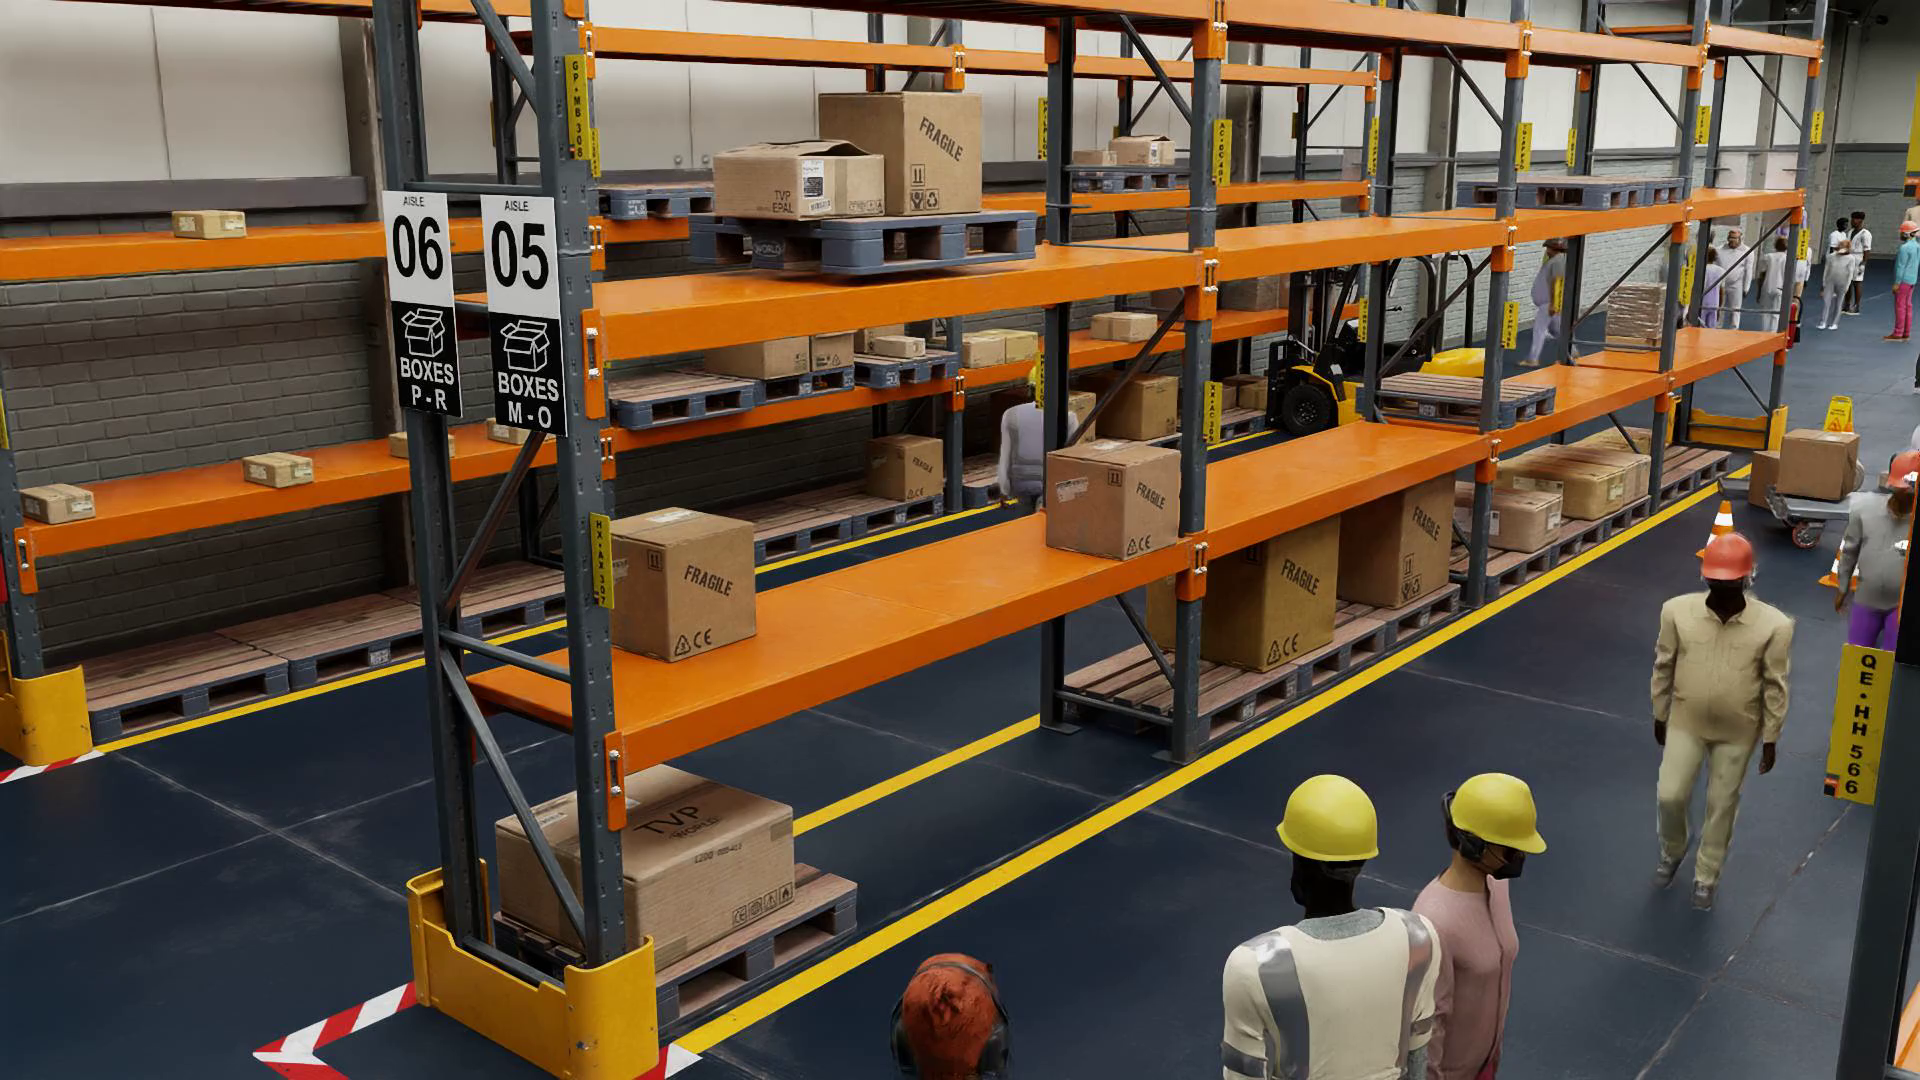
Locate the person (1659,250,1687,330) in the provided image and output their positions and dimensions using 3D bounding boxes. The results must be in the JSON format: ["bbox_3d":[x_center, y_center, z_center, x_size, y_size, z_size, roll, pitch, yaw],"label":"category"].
[{"bbox_3d":[10.645,-3.516,24.856,0.994,1.810,0.553,-10,17,-34],"label":"person"}]

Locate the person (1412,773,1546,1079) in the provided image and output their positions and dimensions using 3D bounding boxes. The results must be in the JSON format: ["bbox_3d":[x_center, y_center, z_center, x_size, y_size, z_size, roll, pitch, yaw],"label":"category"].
[{"bbox_3d":[1.404,1.476,4.655,0.336,1.753,0.526,11,18,39],"label":"person"}]

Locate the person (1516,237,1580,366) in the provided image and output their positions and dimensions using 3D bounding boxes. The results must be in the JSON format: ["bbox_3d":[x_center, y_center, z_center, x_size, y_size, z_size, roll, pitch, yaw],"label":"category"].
[{"bbox_3d":[8.865,-3.611,24.773,0.928,2.000,0.704,3,14,11],"label":"person"}]

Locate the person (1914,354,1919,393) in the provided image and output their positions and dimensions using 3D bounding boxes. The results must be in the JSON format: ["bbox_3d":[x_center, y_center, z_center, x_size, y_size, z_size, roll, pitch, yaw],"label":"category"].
[{"bbox_3d":[13.003,-2.898,22.117,0.592,1.922,0.392,-8,16,-29],"label":"person"}]

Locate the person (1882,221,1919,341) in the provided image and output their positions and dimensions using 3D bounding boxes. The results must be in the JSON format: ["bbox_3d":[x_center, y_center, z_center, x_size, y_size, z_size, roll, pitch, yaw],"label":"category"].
[{"bbox_3d":[15.756,-4.317,27.772,0.608,1.987,0.400,-12,18,-41],"label":"person"}]

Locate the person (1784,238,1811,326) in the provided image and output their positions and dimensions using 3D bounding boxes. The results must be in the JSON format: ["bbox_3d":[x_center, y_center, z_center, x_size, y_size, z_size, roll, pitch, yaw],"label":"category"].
[{"bbox_3d":[15.000,-4.702,29.835,0.565,1.742,0.364,-3,14,-14],"label":"person"}]

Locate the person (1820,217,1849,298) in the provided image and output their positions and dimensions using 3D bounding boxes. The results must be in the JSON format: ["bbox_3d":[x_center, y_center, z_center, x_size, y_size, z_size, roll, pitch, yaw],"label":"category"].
[{"bbox_3d":[18.385,-5.921,34.924,0.533,1.686,0.335,-10,17,-35],"label":"person"}]

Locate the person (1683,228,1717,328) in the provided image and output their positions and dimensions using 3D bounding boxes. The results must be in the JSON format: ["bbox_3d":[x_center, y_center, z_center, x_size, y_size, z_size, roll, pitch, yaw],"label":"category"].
[{"bbox_3d":[12.708,-4.429,28.545,0.540,1.823,0.643,-8,16,-31],"label":"person"}]

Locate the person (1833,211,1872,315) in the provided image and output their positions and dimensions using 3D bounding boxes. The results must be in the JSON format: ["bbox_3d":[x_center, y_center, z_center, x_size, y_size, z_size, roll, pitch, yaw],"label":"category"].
[{"bbox_3d":[17.082,-5.293,31.774,0.362,1.963,0.614,-2,14,-7],"label":"person"}]

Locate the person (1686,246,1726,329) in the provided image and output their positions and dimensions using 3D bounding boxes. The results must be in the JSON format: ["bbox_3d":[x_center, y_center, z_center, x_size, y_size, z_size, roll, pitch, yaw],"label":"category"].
[{"bbox_3d":[10.806,-3.336,24.108,0.512,1.831,0.386,-2,14,-7],"label":"person"}]

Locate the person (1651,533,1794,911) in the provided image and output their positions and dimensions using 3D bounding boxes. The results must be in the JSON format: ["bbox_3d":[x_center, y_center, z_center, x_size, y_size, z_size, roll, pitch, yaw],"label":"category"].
[{"bbox_3d":[3.351,0.812,7.389,0.566,1.737,0.379,8,16,29],"label":"person"}]

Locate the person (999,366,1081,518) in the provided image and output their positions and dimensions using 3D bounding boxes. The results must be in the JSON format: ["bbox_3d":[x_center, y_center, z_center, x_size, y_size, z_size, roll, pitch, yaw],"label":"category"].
[{"bbox_3d":[0.617,-0.424,12.338,0.615,1.780,0.950,4,14,16],"label":"person"}]

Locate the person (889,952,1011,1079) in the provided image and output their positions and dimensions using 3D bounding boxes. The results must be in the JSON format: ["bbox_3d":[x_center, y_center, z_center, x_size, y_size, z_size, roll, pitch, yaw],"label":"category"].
[{"bbox_3d":[-0.007,1.734,3.368,0.594,1.866,0.691,3,14,12],"label":"person"}]

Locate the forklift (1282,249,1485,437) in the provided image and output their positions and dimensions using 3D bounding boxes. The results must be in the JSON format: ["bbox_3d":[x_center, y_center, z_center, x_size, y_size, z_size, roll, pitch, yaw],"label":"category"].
[{"bbox_3d":[4.886,-2.214,18.767,2.313,2.155,1.214,11,18,38],"label":"forklift"}]

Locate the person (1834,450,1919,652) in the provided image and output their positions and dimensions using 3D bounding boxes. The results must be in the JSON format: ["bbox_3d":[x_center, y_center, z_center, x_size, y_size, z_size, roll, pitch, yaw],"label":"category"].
[{"bbox_3d":[5.292,0.311,9.438,0.597,1.726,0.562,12,18,41],"label":"person"}]

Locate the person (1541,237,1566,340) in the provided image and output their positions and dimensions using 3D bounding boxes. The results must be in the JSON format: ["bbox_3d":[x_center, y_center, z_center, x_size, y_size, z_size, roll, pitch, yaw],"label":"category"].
[{"bbox_3d":[9.927,-4.284,27.945,0.389,1.837,0.560,1,14,5],"label":"person"}]

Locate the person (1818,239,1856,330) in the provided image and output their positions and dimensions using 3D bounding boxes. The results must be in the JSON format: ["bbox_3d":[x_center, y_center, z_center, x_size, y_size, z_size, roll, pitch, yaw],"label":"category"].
[{"bbox_3d":[15.379,-4.474,29.184,0.525,1.595,0.688,13,19,43],"label":"person"}]

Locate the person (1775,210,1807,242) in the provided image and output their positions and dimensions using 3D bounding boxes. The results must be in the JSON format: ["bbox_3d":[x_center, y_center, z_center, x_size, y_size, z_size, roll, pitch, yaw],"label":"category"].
[{"bbox_3d":[20.032,-7.314,40.125,0.654,1.906,0.408,6,15,23],"label":"person"}]

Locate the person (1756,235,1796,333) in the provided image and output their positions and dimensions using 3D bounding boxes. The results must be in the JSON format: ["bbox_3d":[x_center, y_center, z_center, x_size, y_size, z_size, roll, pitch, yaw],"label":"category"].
[{"bbox_3d":[13.102,-3.960,26.645,0.540,1.818,0.719,12,18,40],"label":"person"}]

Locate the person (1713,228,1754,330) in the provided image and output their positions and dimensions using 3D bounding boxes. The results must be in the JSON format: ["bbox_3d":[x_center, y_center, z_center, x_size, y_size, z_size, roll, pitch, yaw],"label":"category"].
[{"bbox_3d":[12.688,-4.182,27.424,0.640,1.892,0.394,11,18,38],"label":"person"}]

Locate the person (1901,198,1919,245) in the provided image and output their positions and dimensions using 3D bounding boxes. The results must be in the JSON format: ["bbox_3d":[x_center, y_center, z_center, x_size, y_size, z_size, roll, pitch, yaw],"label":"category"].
[{"bbox_3d":[23.690,-7.591,41.202,0.604,1.942,1.061,4,14,16],"label":"person"}]

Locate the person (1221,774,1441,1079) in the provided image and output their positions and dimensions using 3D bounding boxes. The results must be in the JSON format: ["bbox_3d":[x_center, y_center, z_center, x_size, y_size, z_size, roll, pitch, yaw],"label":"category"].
[{"bbox_3d":[0.889,1.506,4.169,0.587,1.927,0.364,-6,15,-22],"label":"person"}]
